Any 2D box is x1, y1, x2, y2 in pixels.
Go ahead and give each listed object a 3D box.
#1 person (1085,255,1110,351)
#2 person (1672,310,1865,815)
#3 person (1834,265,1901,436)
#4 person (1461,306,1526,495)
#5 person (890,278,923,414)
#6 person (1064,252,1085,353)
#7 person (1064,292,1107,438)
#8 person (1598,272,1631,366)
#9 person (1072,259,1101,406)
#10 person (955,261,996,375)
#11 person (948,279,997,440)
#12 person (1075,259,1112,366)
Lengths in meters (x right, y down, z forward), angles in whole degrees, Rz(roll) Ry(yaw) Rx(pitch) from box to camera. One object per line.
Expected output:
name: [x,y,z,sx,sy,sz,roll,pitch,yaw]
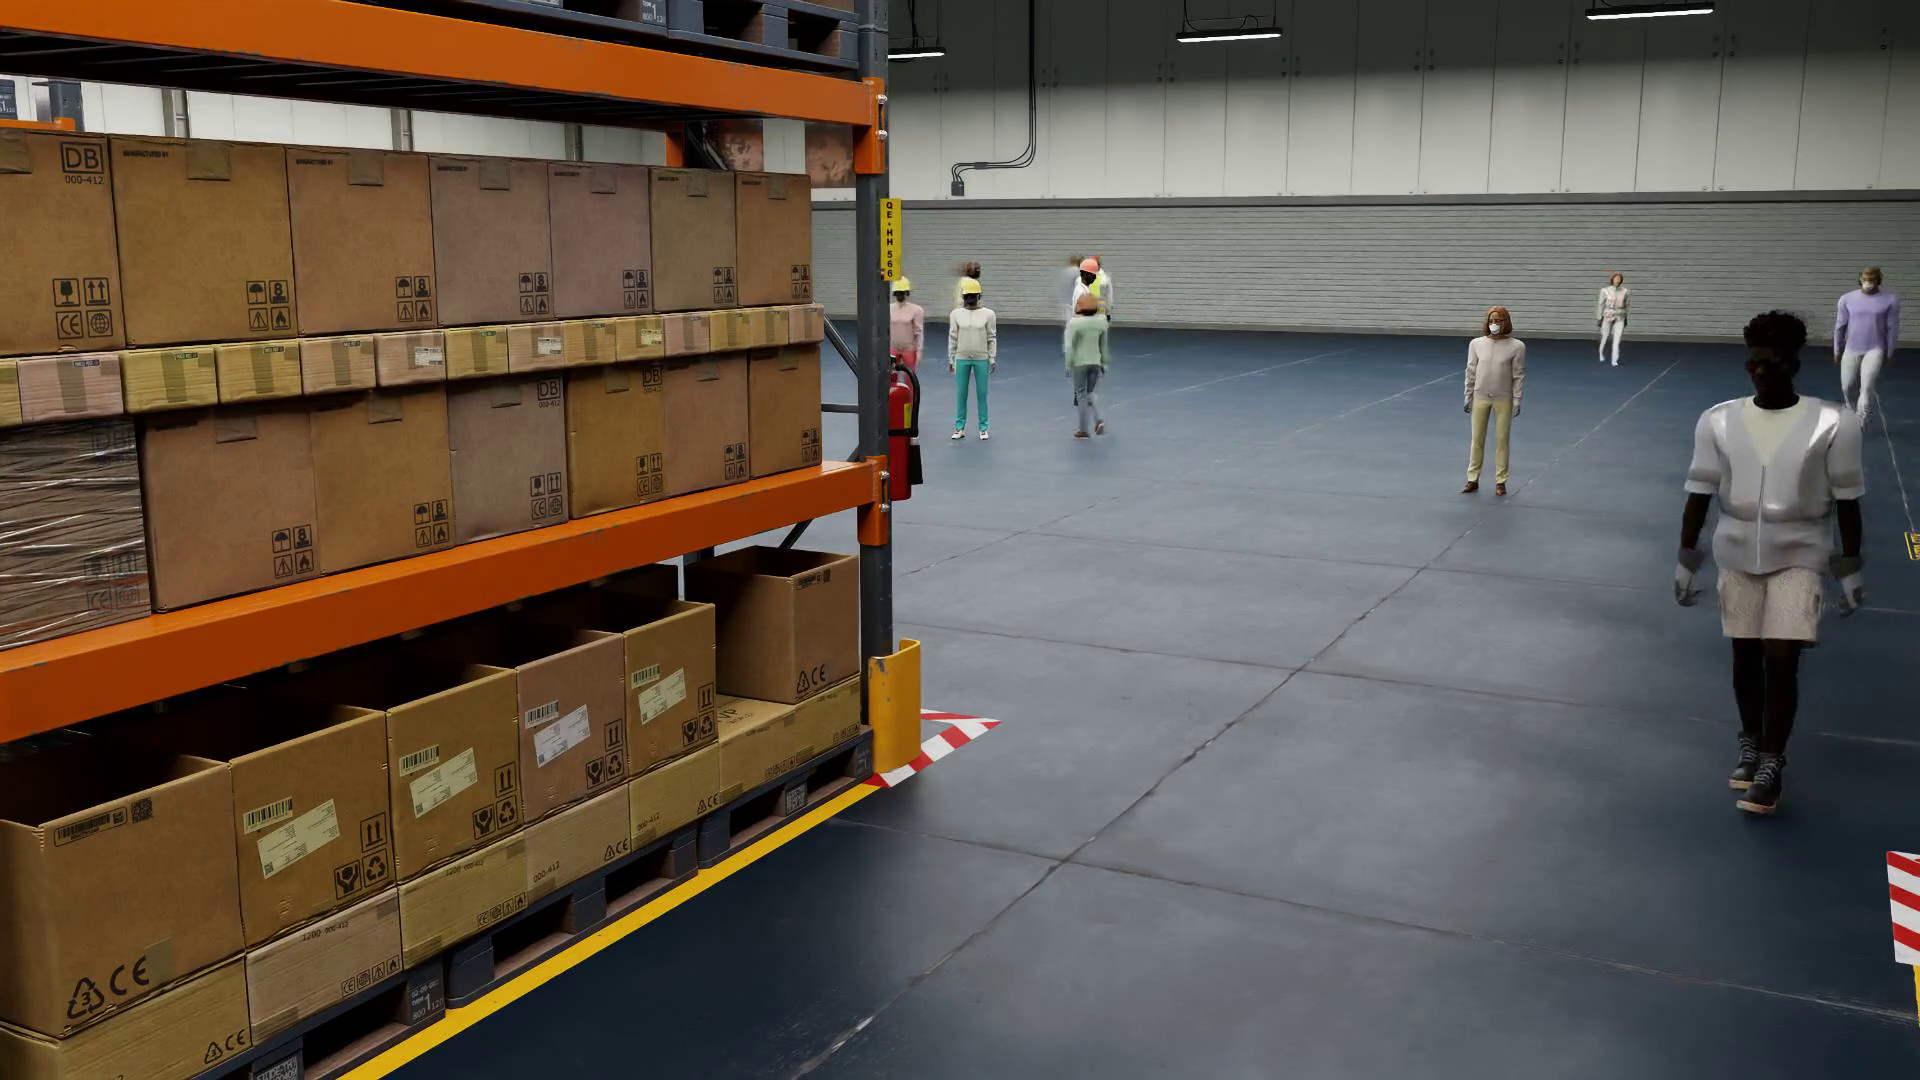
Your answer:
person: [2.669,-4.586,32.279,0.728,1.855,0.340,-10,15,-44]
person: [3.144,0.089,6.503,0.658,1.944,0.778,9,14,41]
person: [10.193,-2.135,18.733,0.631,1.923,0.642,7,13,34]
person: [4.621,-1.205,14.425,0.498,1.633,0.282,6,12,29]
person: [-0.715,-2.216,19.618,0.553,1.737,0.736,3,11,14]
person: [2.248,-4.351,30.794,0.701,1.917,0.661,-3,11,-17]
person: [1.381,-1.925,18.396,0.500,1.621,0.337,-6,12,-30]
person: [11.304,-3.832,28.798,0.520,1.621,0.616,2,11,9]
person: [1.668,-2.745,22.019,0.371,1.928,0.543,1,10,7]
person: [0.265,-3.570,26.809,0.768,1.812,0.634,-2,11,-10]
person: [0.134,-1.982,18.300,0.534,1.767,0.314,2,10,8]
person: [2.278,-3.874,28.407,0.626,1.846,0.429,2,11,9]
